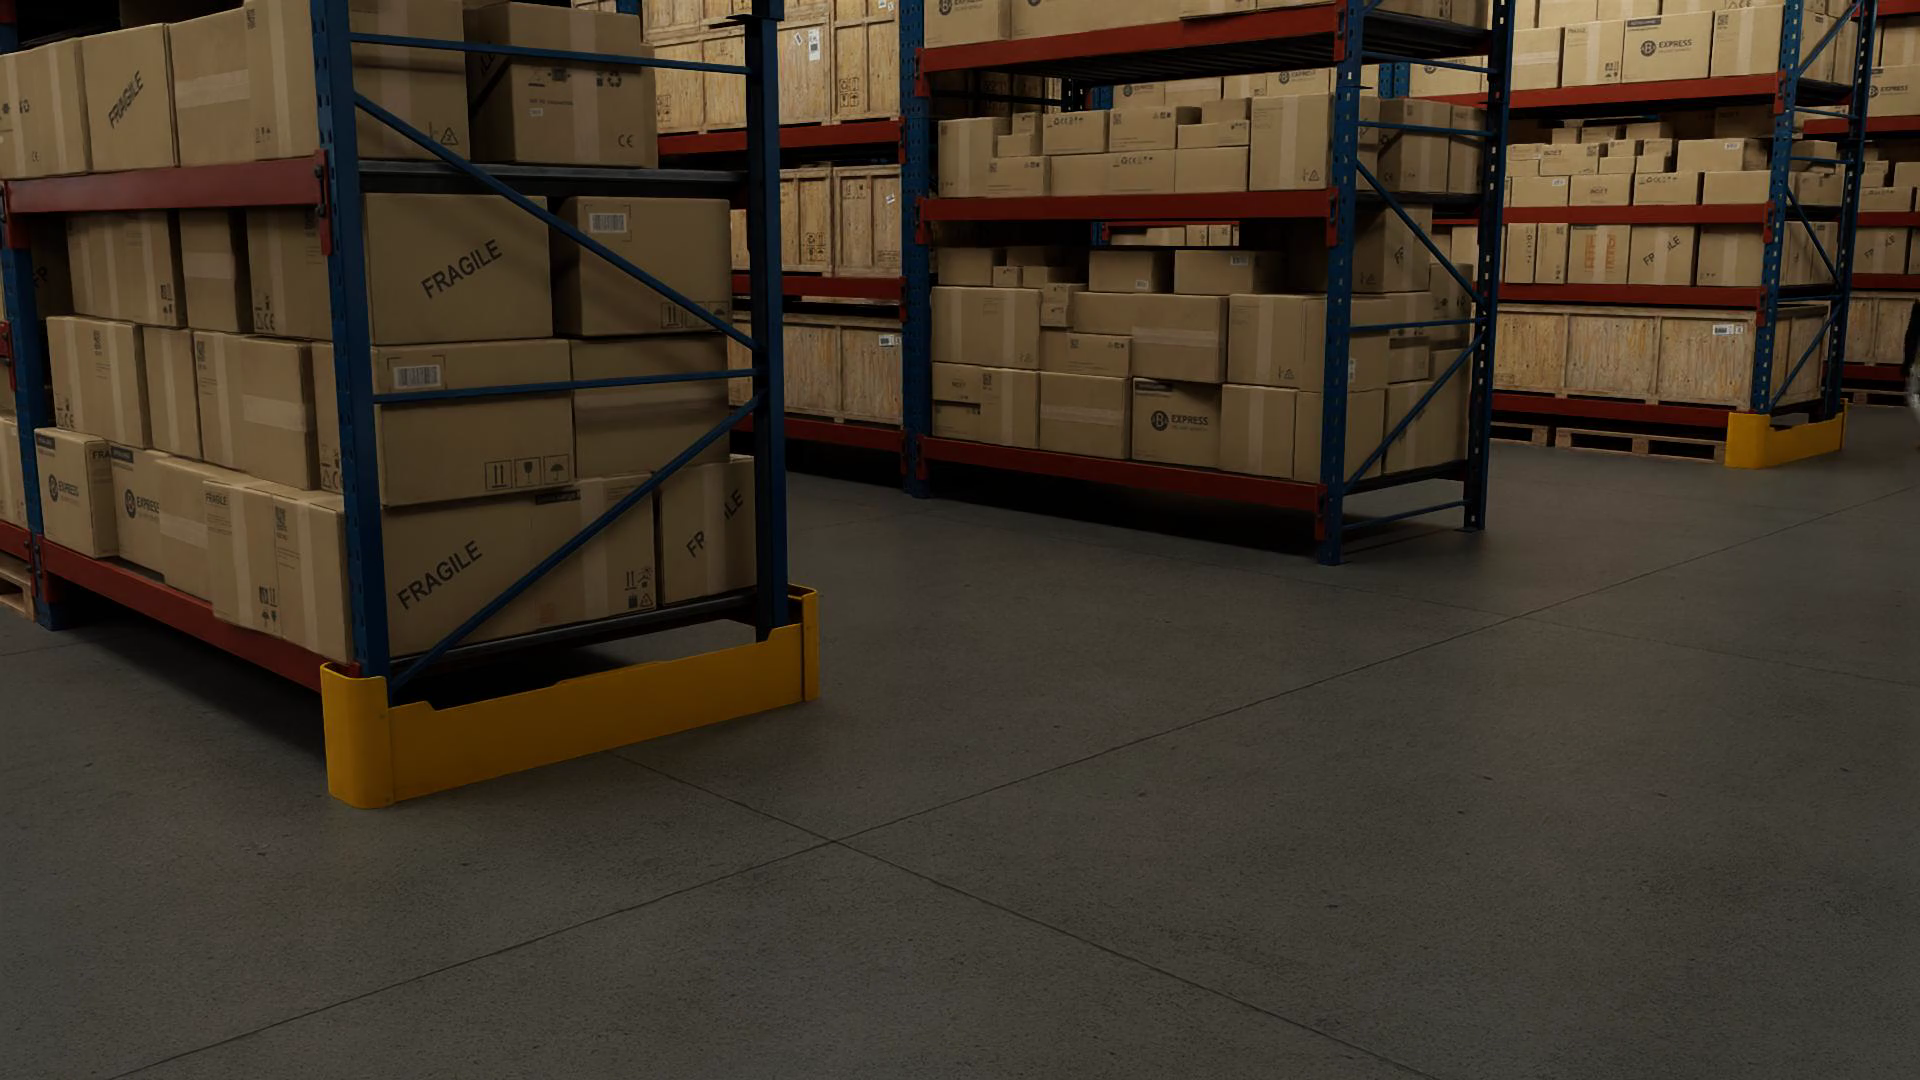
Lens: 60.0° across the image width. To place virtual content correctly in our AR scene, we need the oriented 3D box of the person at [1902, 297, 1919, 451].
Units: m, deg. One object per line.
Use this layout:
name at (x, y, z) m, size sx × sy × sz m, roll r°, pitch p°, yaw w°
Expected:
person at (9.513, -1.731, 16.173) m, size 0.650 × 1.829 × 0.562 m, roll 0°, pitch 10°, yaw -1°

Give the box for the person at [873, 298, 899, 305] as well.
person at (-1.002, -2.738, 21.502) m, size 0.424 × 1.899 × 0.849 m, roll -6°, pitch 12°, yaw -31°
